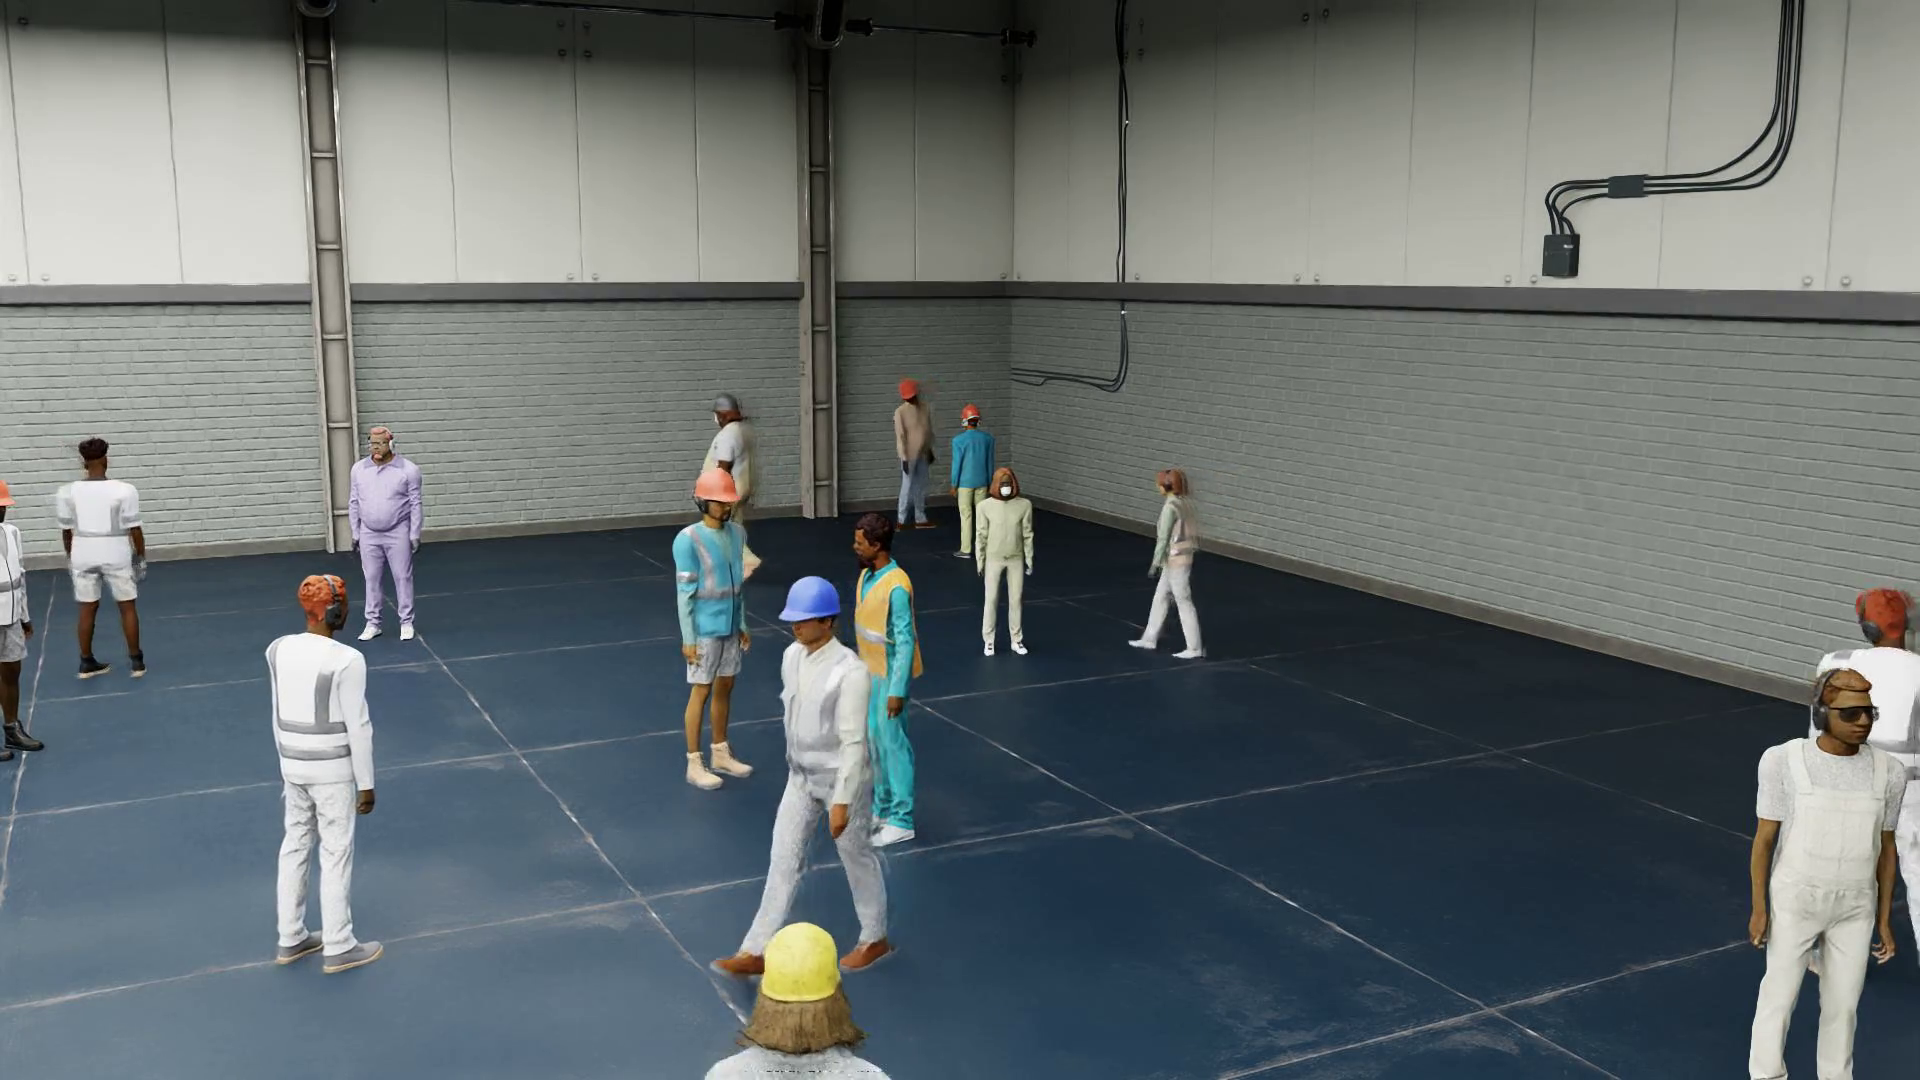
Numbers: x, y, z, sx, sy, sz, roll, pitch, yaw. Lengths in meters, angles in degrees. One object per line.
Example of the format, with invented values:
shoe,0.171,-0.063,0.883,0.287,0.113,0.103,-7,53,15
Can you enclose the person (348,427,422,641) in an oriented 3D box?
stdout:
person,-5.101,-0.051,14.758,0.639,1.909,0.409,0,9,-2

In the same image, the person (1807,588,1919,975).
person,4.278,1.152,7.529,0.820,1.857,0.338,6,11,32

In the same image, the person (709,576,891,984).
person,-0.701,1.115,7.578,0.971,1.898,0.639,-9,13,-43

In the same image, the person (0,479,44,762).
person,-6.462,0.523,11.174,0.388,1.930,0.539,2,9,11

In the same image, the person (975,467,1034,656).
person,0.377,0.184,14.176,0.499,1.627,0.280,-2,9,-11

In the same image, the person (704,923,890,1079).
person,-0.396,1.785,4.085,0.490,1.703,0.881,0,9,-2

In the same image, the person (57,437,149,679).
person,-6.870,0.149,13.375,0.652,1.951,0.410,-2,9,-12

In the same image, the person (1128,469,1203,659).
person,1.736,0.208,14.099,0.769,1.604,0.519,3,10,15

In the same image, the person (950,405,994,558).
person,0.125,-0.673,19.055,0.573,1.749,0.338,-6,11,-33

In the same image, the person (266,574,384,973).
person,-2.998,1.092,7.844,0.592,1.873,0.370,4,10,25

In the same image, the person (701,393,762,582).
person,-2.397,-0.539,17.351,0.591,2.000,0.693,2,9,11

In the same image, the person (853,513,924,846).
person,-0.424,0.789,9.554,0.394,1.916,0.590,-4,10,-22

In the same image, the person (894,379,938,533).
person,-0.534,-1.063,20.915,0.384,1.944,0.737,8,12,41

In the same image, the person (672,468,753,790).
person,-1.541,0.554,10.609,0.391,2.040,0.614,6,11,31

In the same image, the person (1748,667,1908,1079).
person,3.195,1.374,6.161,0.507,1.846,0.344,2,9,11
